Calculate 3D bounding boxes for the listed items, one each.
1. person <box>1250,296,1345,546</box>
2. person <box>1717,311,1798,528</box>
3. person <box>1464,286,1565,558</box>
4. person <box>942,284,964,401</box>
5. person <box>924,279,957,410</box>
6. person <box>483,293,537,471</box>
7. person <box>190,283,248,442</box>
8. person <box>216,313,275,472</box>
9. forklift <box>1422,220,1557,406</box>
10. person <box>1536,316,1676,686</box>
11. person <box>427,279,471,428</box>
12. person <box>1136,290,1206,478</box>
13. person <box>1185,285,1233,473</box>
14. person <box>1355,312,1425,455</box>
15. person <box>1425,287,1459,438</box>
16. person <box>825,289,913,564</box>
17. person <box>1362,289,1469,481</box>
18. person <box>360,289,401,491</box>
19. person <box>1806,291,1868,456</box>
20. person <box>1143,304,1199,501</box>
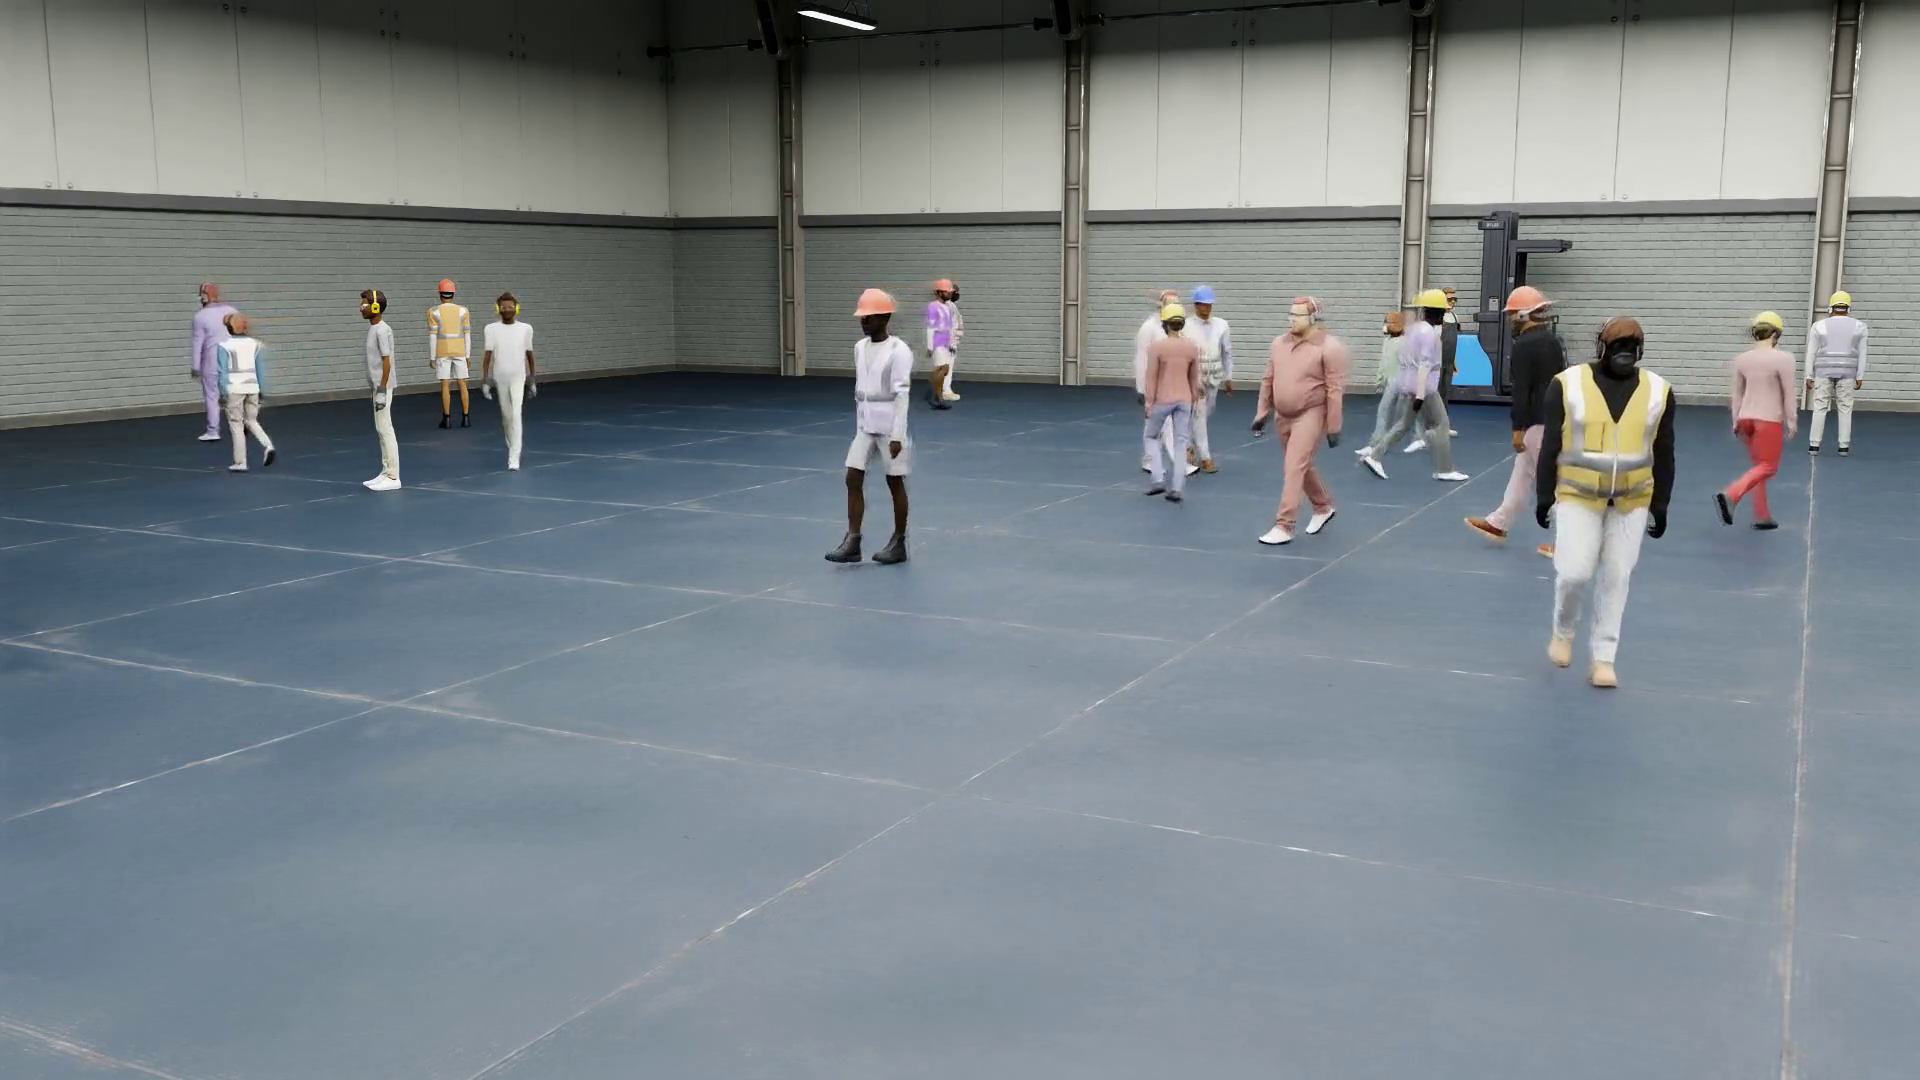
[{"bbox_3d":[2.627,-0.934,12.720,0.966,1.870,0.645,-7,11,-36],"label":"person"},{"bbox_3d":[6.274,-0.934,13.141,0.688,1.729,0.568,-4,10,-23],"label":"person"},{"bbox_3d":[4.129,-0.872,12.147,1.030,1.926,0.628,8,12,40],"label":"person"},{"bbox_3d":[-0.148,-3.154,26.482,0.429,1.841,0.634,0,9,1],"label":"person"},{"bbox_3d":[-0.255,-2.894,24.626,0.412,1.923,0.541,4,10,25],"label":"person"},{"bbox_3d":[-4.732,-1.678,17.452,0.527,1.827,0.997,-1,9,-9],"label":"person"},{"bbox_3d":[-8.948,-2.136,20.030,0.512,1.894,0.704,5,11,30],"label":"person"},{"bbox_3d":[-7.317,-1.503,16.984,0.441,1.625,0.517,5,10,28],"label":"person"},{"bbox_3d":[8.245,-3.527,25.720,1.873,2.768,1.129,5,10,27],"label":"forklift"},{"bbox_3d":[3.190,-0.189,8.225,0.643,1.828,0.437,1,9,8],"label":"person"},{"bbox_3d":[-6.690,-2.444,21.804,0.543,1.939,0.370,-5,10,-28],"label":"person"},{"bbox_3d":[2.106,-1.542,16.504,0.641,1.856,0.995,-7,12,-38],"label":"person"},{"bbox_3d":[2.488,-1.694,17.324,0.605,1.913,0.977,-3,10,-18],"label":"person"},{"bbox_3d":[4.884,-1.760,18.672,0.858,1.595,0.516,-1,9,-6],"label":"person"},{"bbox_3d":[5.966,-2.192,20.539,0.508,1.846,0.345,-7,12,-37],"label":"person"},{"bbox_3d":[-0.641,-0.764,11.504,0.571,1.913,0.780,8,12,42],"label":"person"},{"bbox_3d":[4.480,-1.520,16.297,0.972,1.882,0.584,0,9,0],"label":"person"},{"bbox_3d":[-5.477,-1.413,15.656,0.328,1.872,0.509,-5,10,-26],"label":"person"},{"bbox_3d":[9.761,-1.859,18.559,0.596,1.824,0.403,3,10,21],"label":"person"},{"bbox_3d":[1.865,-1.232,14.884,0.562,1.747,0.510,-3,10,-20],"label":"person"}]
